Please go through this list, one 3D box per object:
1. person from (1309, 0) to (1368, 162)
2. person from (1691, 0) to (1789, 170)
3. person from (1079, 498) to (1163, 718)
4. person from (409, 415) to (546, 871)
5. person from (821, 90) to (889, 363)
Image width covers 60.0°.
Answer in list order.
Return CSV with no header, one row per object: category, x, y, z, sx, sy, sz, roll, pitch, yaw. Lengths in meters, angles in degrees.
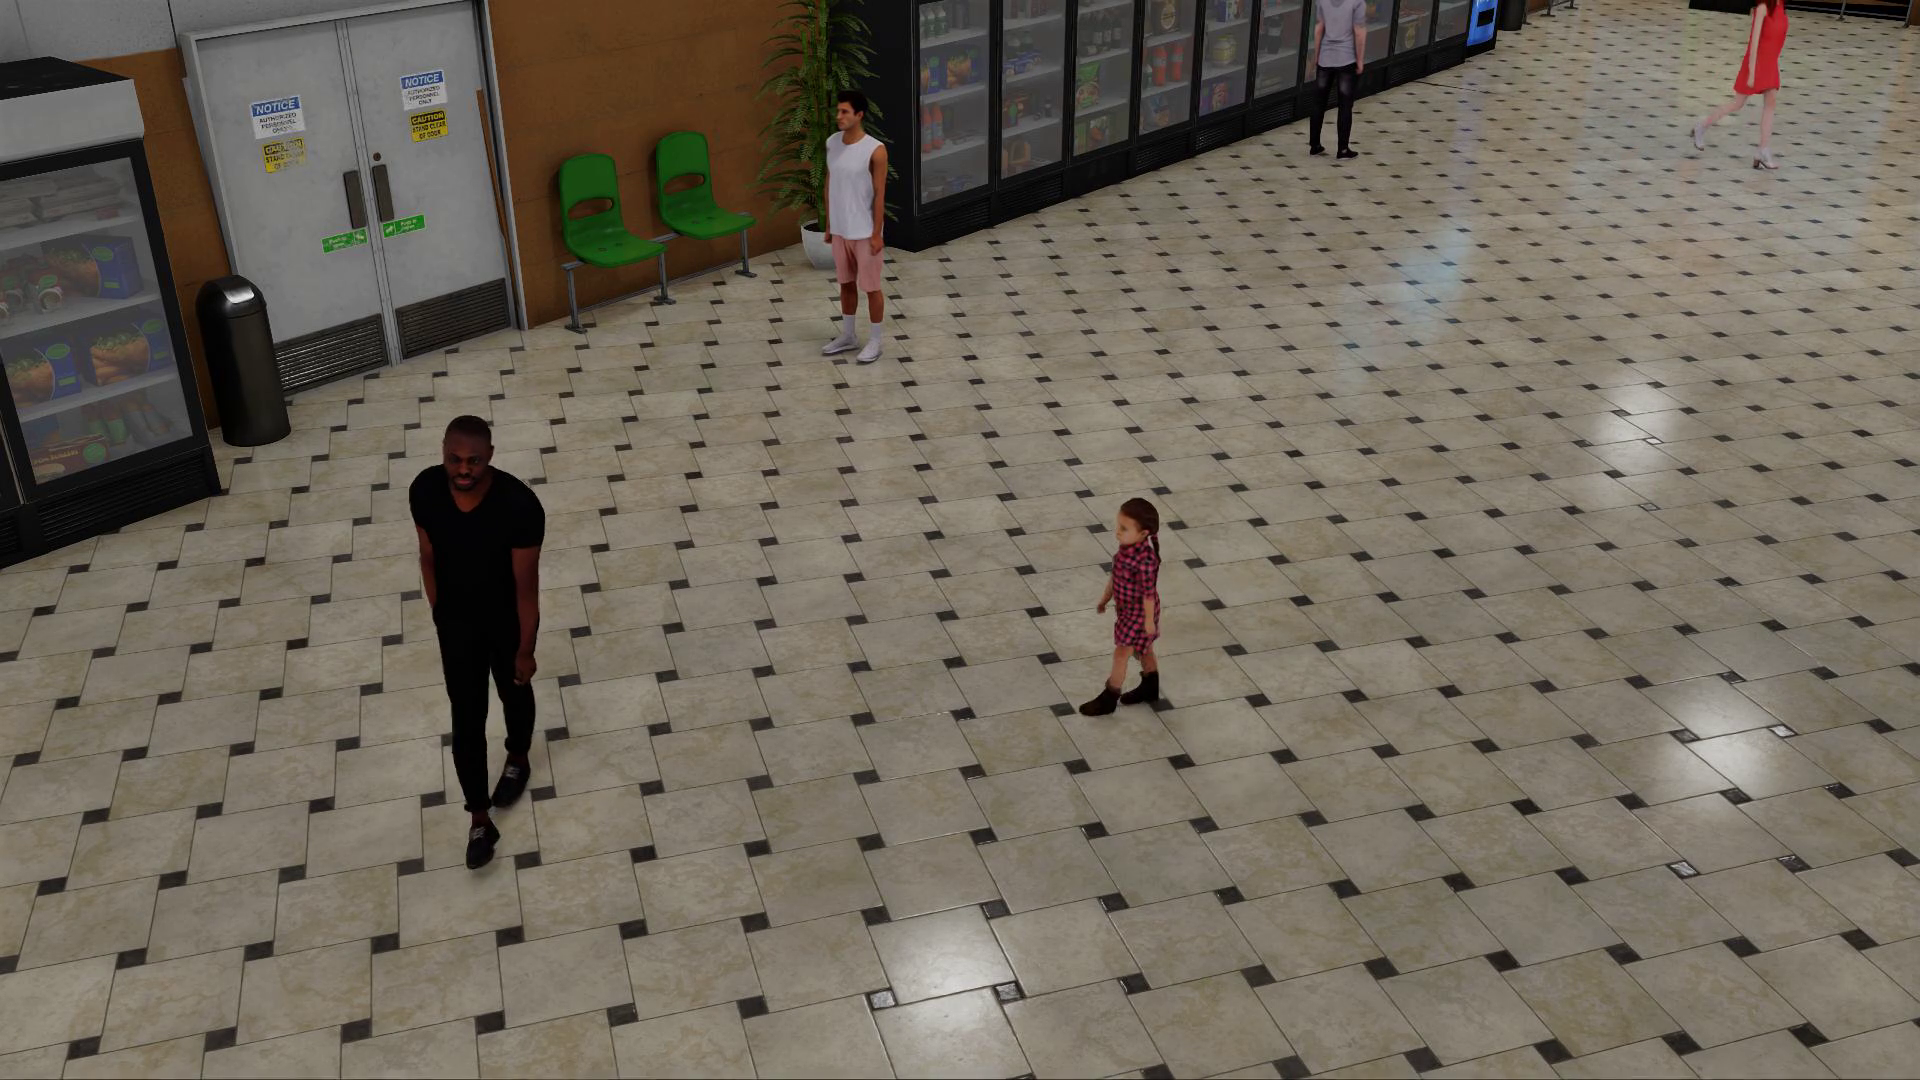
person,3.599,-4.566,15.835,0.511,1.837,0.719,20,33,34
person,7.373,-4.397,15.551,0.781,1.793,1.193,-19,32,-32
person,0.807,0.279,7.197,0.668,1.009,0.635,-6,28,-12
person,-1.781,0.296,6.324,1.055,1.769,1.078,4,27,7
person,-0.669,-2.070,10.967,0.501,1.788,0.690,20,33,34
